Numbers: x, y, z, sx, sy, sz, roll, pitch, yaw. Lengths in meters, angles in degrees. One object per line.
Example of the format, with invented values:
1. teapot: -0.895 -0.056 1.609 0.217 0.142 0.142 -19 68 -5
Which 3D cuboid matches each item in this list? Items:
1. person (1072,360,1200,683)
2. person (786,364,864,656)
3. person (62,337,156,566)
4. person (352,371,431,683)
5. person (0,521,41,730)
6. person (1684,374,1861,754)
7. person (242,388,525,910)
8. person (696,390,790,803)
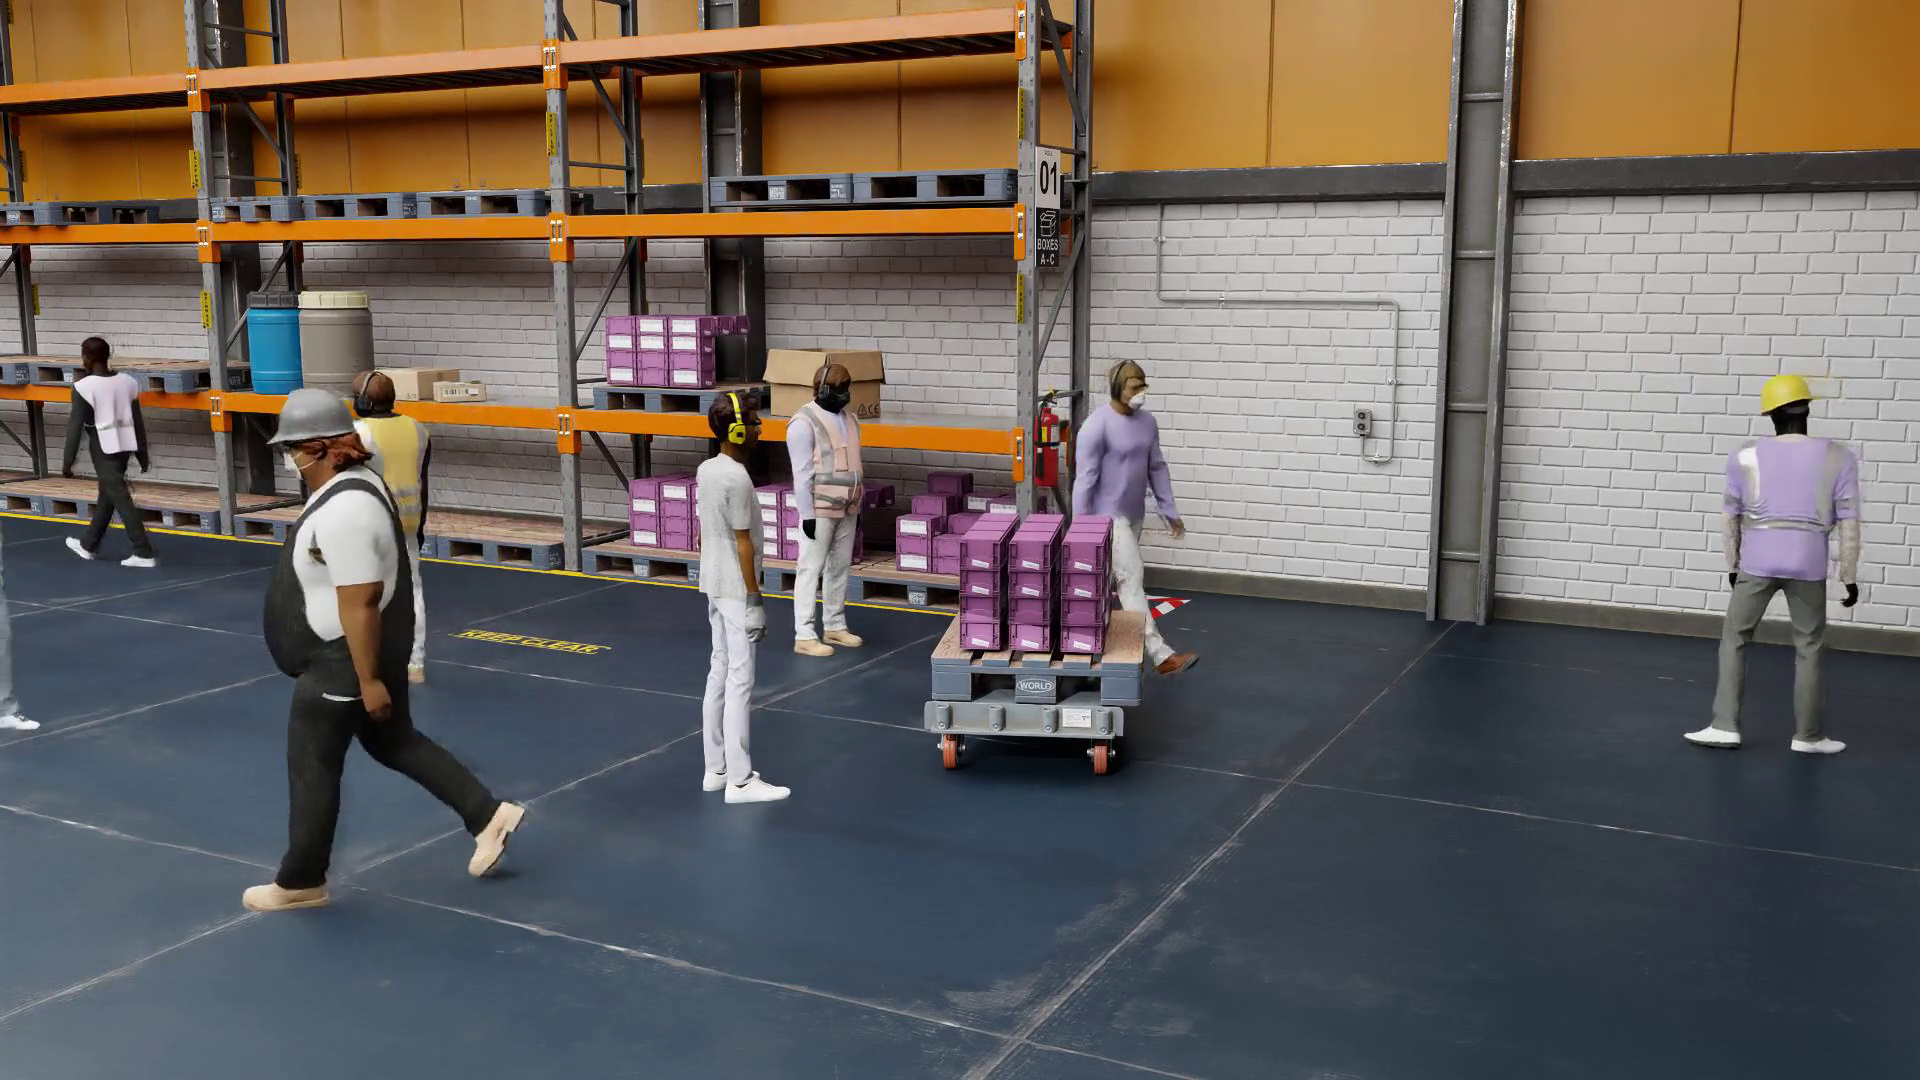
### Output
1. person: 1.025 -0.112 9.811 1.063 1.875 0.642 7 12 39
2. person: -0.820 -0.191 10.489 0.430 1.836 0.618 6 11 33
3. person: -7.027 -0.713 13.575 1.003 1.862 0.623 3 10 17
4. person: -3.322 -0.047 9.544 0.429 1.846 0.626 5 10 28
5. person: -5.240 0.215 8.664 0.703 1.611 0.509 2 9 13
6. person: 4.088 0.131 8.299 0.815 1.895 0.461 4 10 25
7. person: -2.224 0.373 6.346 0.962 2.000 0.676 -1 9 -8
8. person: -1.018 0.257 7.585 0.327 1.874 0.520 -5 11 -30
